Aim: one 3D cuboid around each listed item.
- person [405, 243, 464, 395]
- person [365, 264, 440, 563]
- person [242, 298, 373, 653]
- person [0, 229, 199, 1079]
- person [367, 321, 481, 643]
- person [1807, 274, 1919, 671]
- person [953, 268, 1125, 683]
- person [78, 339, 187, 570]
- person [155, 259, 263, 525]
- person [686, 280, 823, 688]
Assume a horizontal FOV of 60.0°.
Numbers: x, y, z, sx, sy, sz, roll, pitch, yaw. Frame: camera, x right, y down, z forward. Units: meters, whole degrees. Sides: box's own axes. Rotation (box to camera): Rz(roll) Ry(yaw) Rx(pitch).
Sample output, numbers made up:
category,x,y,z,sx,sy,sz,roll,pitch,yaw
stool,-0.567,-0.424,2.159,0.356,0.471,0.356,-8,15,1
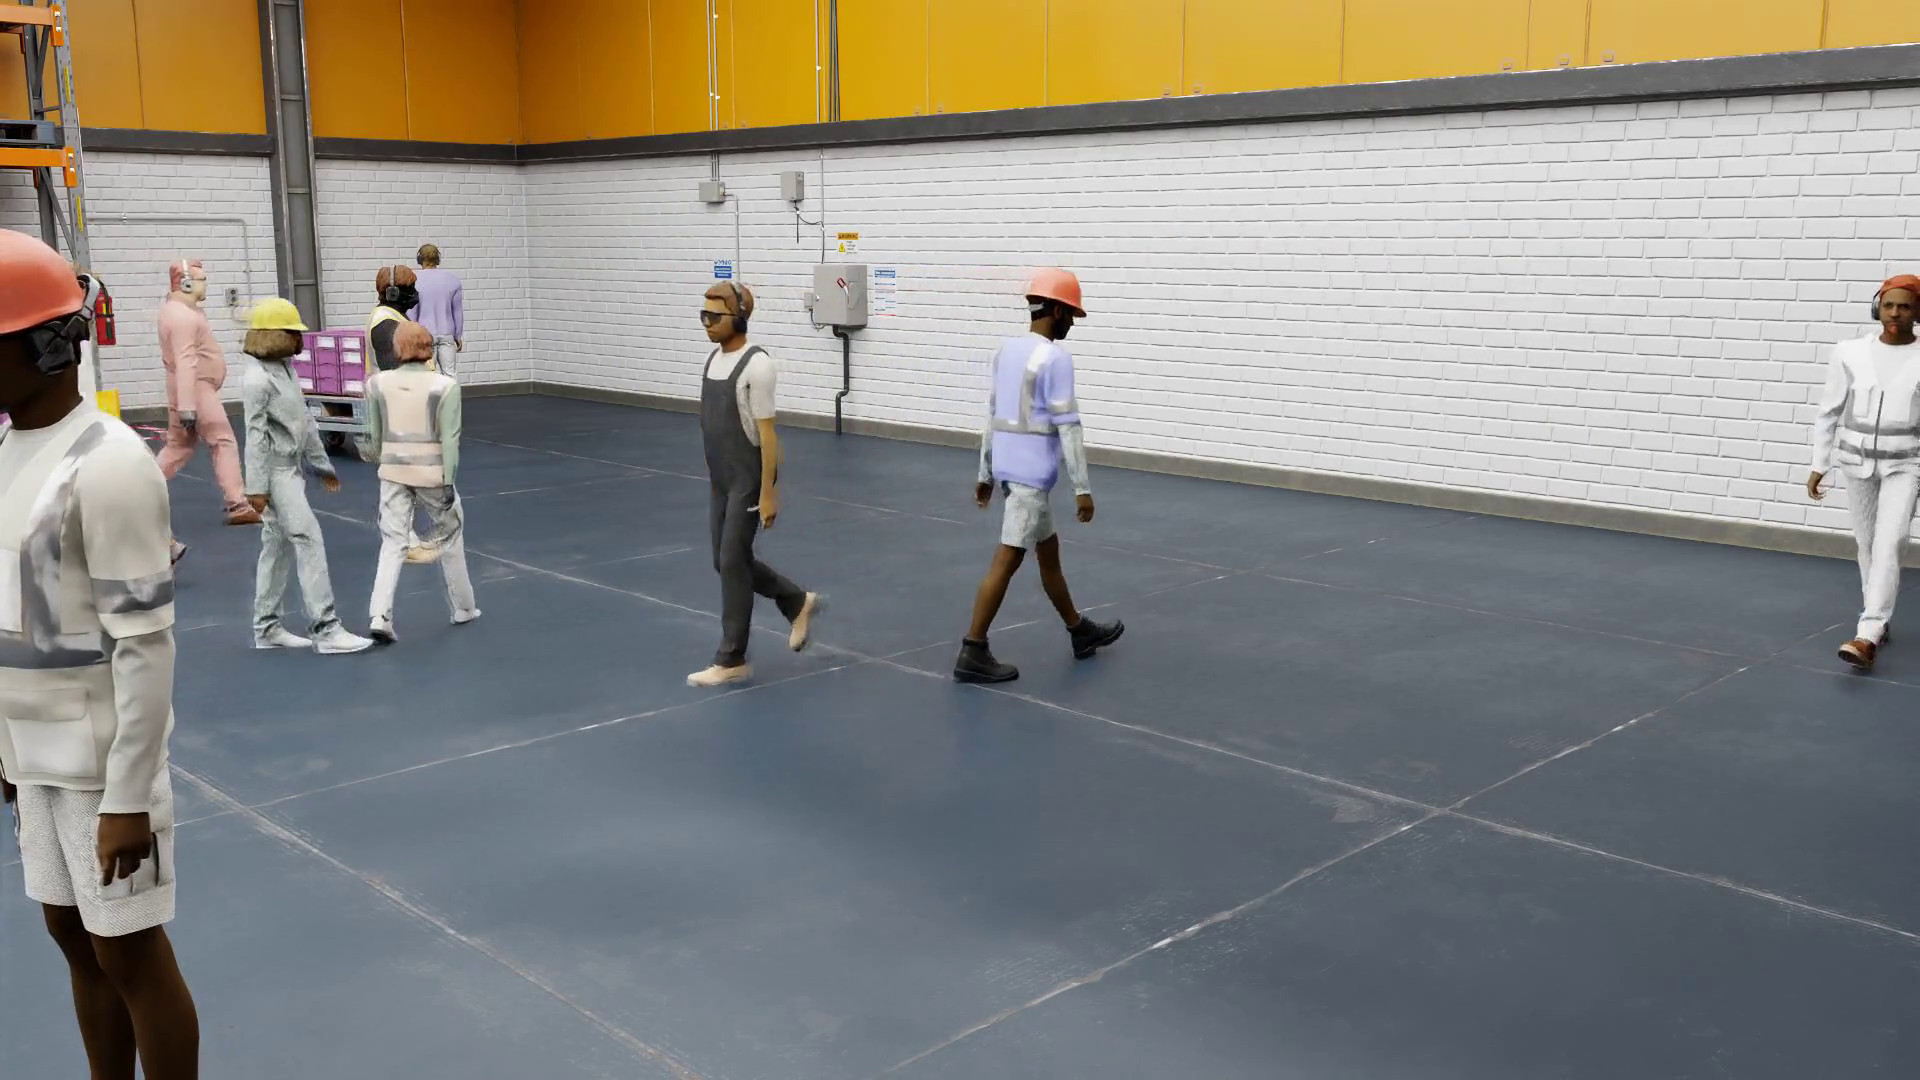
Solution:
category,x,y,z,sx,sy,sz,roll,pitch,yaw
person,-5.455,-2.095,17.247,0.627,1.941,0.371,-8,13,-37
person,-3.458,-0.781,10.345,0.429,1.843,0.633,-3,11,-18
person,-3.177,-0.302,8.062,0.626,1.727,0.503,-1,10,-7
person,-1.762,0.420,3.274,0.605,2.034,0.389,9,14,40
person,-2.758,-0.298,8.373,0.510,1.609,0.803,0,10,3
person,4.353,-0.324,7.872,0.989,1.831,0.575,-10,14,-42
person,0.374,-0.301,7.654,1.015,1.863,0.636,-5,12,-25
person,-4.909,-0.616,9.290,0.921,1.912,0.640,-4,11,-19
person,-5.335,-1.000,11.471,0.944,1.868,0.650,-6,12,-32
person,-0.937,-0.264,7.574,0.707,1.831,0.514,-8,13,-38
